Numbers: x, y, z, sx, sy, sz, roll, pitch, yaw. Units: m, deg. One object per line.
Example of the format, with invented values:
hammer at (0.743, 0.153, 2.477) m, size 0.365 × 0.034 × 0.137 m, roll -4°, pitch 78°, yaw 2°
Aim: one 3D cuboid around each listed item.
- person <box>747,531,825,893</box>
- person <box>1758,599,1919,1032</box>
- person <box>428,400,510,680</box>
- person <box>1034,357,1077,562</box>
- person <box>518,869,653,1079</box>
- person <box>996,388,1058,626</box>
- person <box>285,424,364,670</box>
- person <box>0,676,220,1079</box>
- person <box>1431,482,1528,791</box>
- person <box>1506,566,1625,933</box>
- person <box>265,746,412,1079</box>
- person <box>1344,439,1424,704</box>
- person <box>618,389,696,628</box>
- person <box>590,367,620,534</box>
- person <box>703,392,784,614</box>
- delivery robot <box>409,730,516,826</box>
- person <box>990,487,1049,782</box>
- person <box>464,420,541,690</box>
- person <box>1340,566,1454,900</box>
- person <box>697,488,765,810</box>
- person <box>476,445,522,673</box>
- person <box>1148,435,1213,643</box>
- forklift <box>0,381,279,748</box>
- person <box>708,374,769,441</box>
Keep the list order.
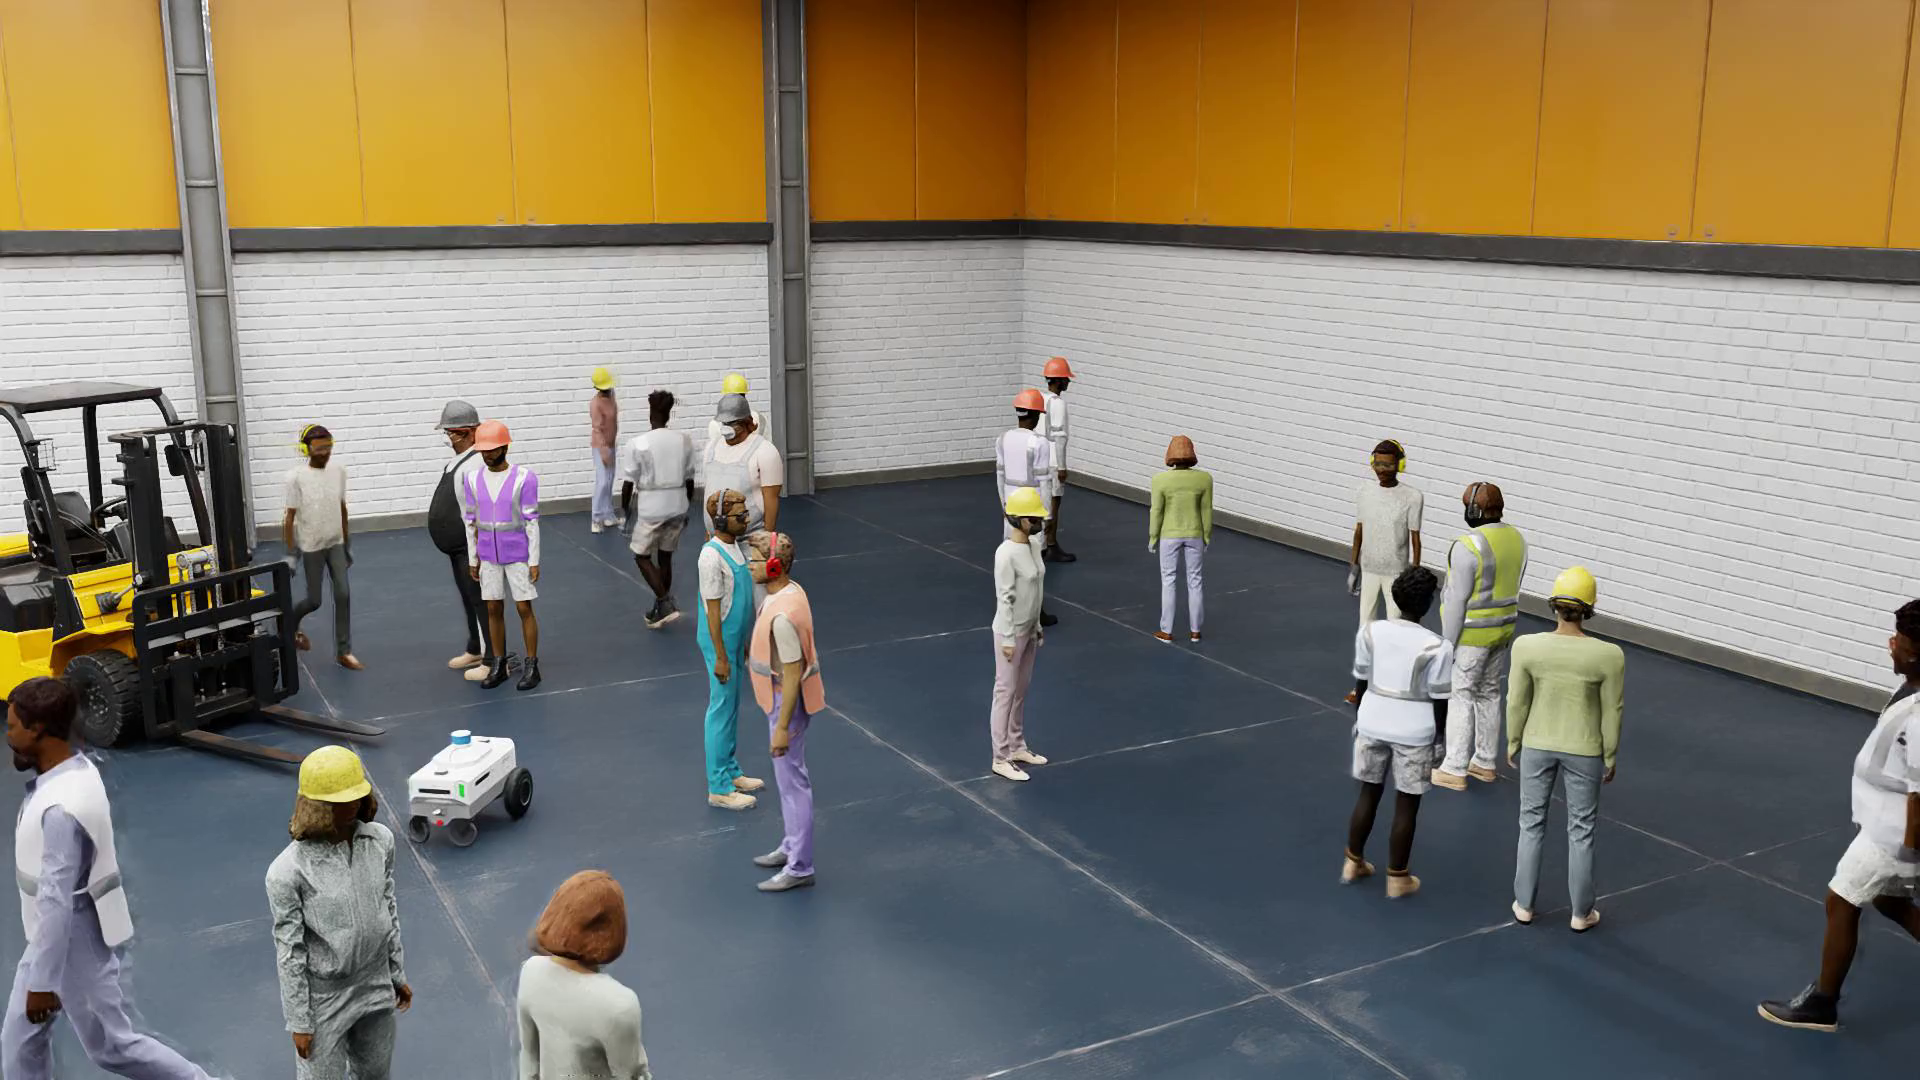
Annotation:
person at (-0.873, 0.859, 8.393) m, size 0.391 × 1.846 × 0.564 m, roll -1°, pitch 12°, yaw -6°
person at (3.880, 1.156, 6.820) m, size 0.860 × 1.923 × 0.618 m, roll 8°, pitch 14°, yaw 33°
person at (-3.561, -0.013, 12.022) m, size 0.535 × 2.000 × 0.681 m, roll -6°, pitch 13°, yaw -26°
person at (0.896, -0.763, 15.777) m, size 0.376 × 1.939 × 0.547 m, roll -4°, pitch 13°, yaw -18°
person at (-1.121, 1.742, 4.787) m, size 0.539 × 1.614 × 0.516 m, roll 10°, pitch 15°, yaw 39°
person at (0.547, -0.257, 13.425) m, size 0.543 × 1.932 × 0.365 m, roll 11°, pitch 16°, yaw 41°
person at (-4.766, 0.040, 12.262) m, size 0.724 × 1.839 × 0.564 m, roll 8°, pitch 15°, yaw 34°
person at (-3.087, 1.390, 5.854) m, size 0.946 × 1.876 × 0.599 m, roll -8°, pitch 14°, yaw -31°
person at (3.053, 0.564, 9.827) m, size 0.636 × 1.830 × 0.429 m, roll -10°, pitch 15°, yaw -38°
person at (2.872, 0.996, 7.941) m, size 0.526 × 1.769 × 0.328 m, roll 6°, pitch 13°, yaw 27°
person at (-2.033, 1.518, 5.547) m, size 0.296 × 1.744 × 0.487 m, roll 6°, pitch 14°, yaw 28°
person at (2.879, 0.233, 11.309) m, size 0.516 × 1.860 × 0.322 m, roll 10°, pitch 16°, yaw 39°
person at (-2.410, -0.239, 13.316) m, size 0.675 × 1.933 × 0.535 m, roll -10°, pitch 15°, yaw -38°
person at (-3.632, -0.948, 17.179) m, size 0.324 × 1.718 × 0.646 m, roll 2°, pitch 12°, yaw 8°
person at (-1.674, -0.113, 12.490) m, size 0.684 × 2.000 × 0.536 m, roll 7°, pitch 14°, yaw 28°
delivery robot at (-2.739, 1.294, 9.178) m, size 0.477 × 0.478 × 0.707 m, roll 2°, pitch 12°, yaw 9°
person at (0.372, 0.551, 10.025) m, size 0.321 × 1.769 × 0.525 m, roll 6°, pitch 13°, yaw 24°
person at (-3.221, 0.109, 11.714) m, size 0.542 × 1.933 × 0.383 m, roll 2°, pitch 12°, yaw 7°
person at (2.199, 0.960, 8.324) m, size 0.538 × 1.675 × 0.353 m, roll 11°, pitch 16°, yaw 41°
person at (-1.324, 0.613, 9.548) m, size 0.345 × 1.847 × 0.504 m, roll 1°, pitch 12°, yaw 4°
person at (-3.436, 0.054, 12.206) m, size 0.404 × 1.829 × 0.591 m, roll -4°, pitch 13°, yaw -16°
person at (1.716, -0.007, 12.956) m, size 0.498 × 1.633 × 0.284 m, roll -1°, pitch 12°, yaw -6°
forklift at (-5.853, 0.085, 11.199) m, size 2.313 × 2.155 × 1.214 m, roll 7°, pitch 14°, yaw 28°
person at (-1.928, -0.480, 14.477) m, size 0.589 × 1.927 × 0.388 m, roll -10°, pitch 15°, yaw -38°
